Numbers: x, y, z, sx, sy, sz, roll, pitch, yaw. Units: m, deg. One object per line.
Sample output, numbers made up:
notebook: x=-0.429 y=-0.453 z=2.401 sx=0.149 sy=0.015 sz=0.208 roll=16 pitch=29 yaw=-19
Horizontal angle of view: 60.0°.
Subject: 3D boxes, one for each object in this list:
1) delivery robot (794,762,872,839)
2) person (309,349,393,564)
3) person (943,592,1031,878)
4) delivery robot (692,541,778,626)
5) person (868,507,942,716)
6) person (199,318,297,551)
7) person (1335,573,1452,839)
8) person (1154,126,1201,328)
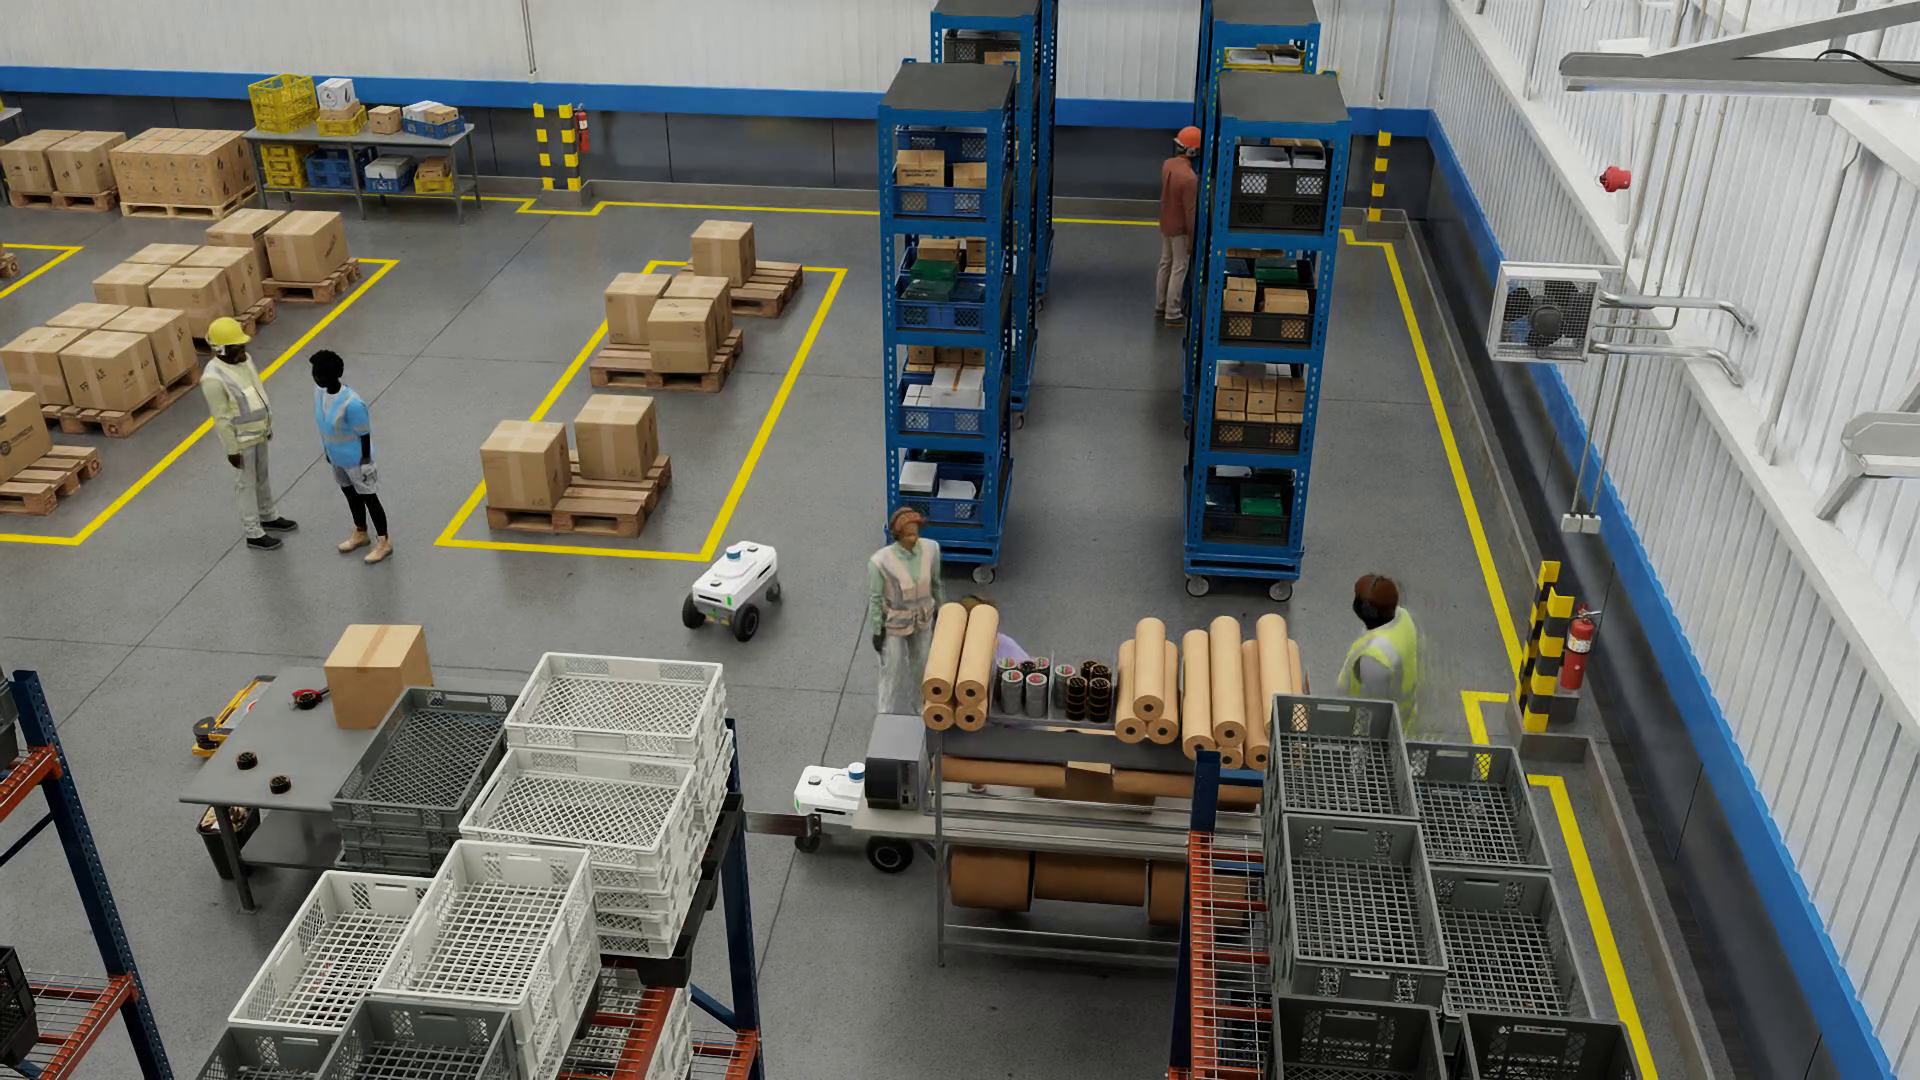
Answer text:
delivery robot: x=-0.594 y=1.514 z=9.675 sx=0.707 sy=0.478 sz=0.477 roll=6 pitch=31 yaw=10
person: x=-4.528 y=-0.622 z=12.306 sx=0.539 sy=1.695 sz=0.318 roll=20 pitch=36 yaw=31
person: x=0.119 y=1.098 z=9.130 sx=0.630 sy=1.930 sz=0.380 roll=19 pitch=35 yaw=29
delivery robot: x=-1.594 y=0.271 z=11.810 sx=0.477 sy=0.478 sz=0.707 roll=12 pitch=33 yaw=20
person: x=-0.339 y=0.524 z=10.394 sx=0.522 sy=1.638 sz=0.310 roll=-18 pitch=35 yaw=-28
person: x=-5.362 y=-0.810 z=12.498 sx=0.403 sy=1.828 sz=0.597 roll=2 pitch=30 yaw=3
person: x=2.413 y=1.021 z=9.399 sx=0.937 sy=1.796 sz=0.665 roll=16 pitch=34 yaw=25
person: x=2.148 y=-3.043 z=16.189 sx=0.413 sy=1.982 sz=0.623 roll=-11 pitch=32 yaw=-18
